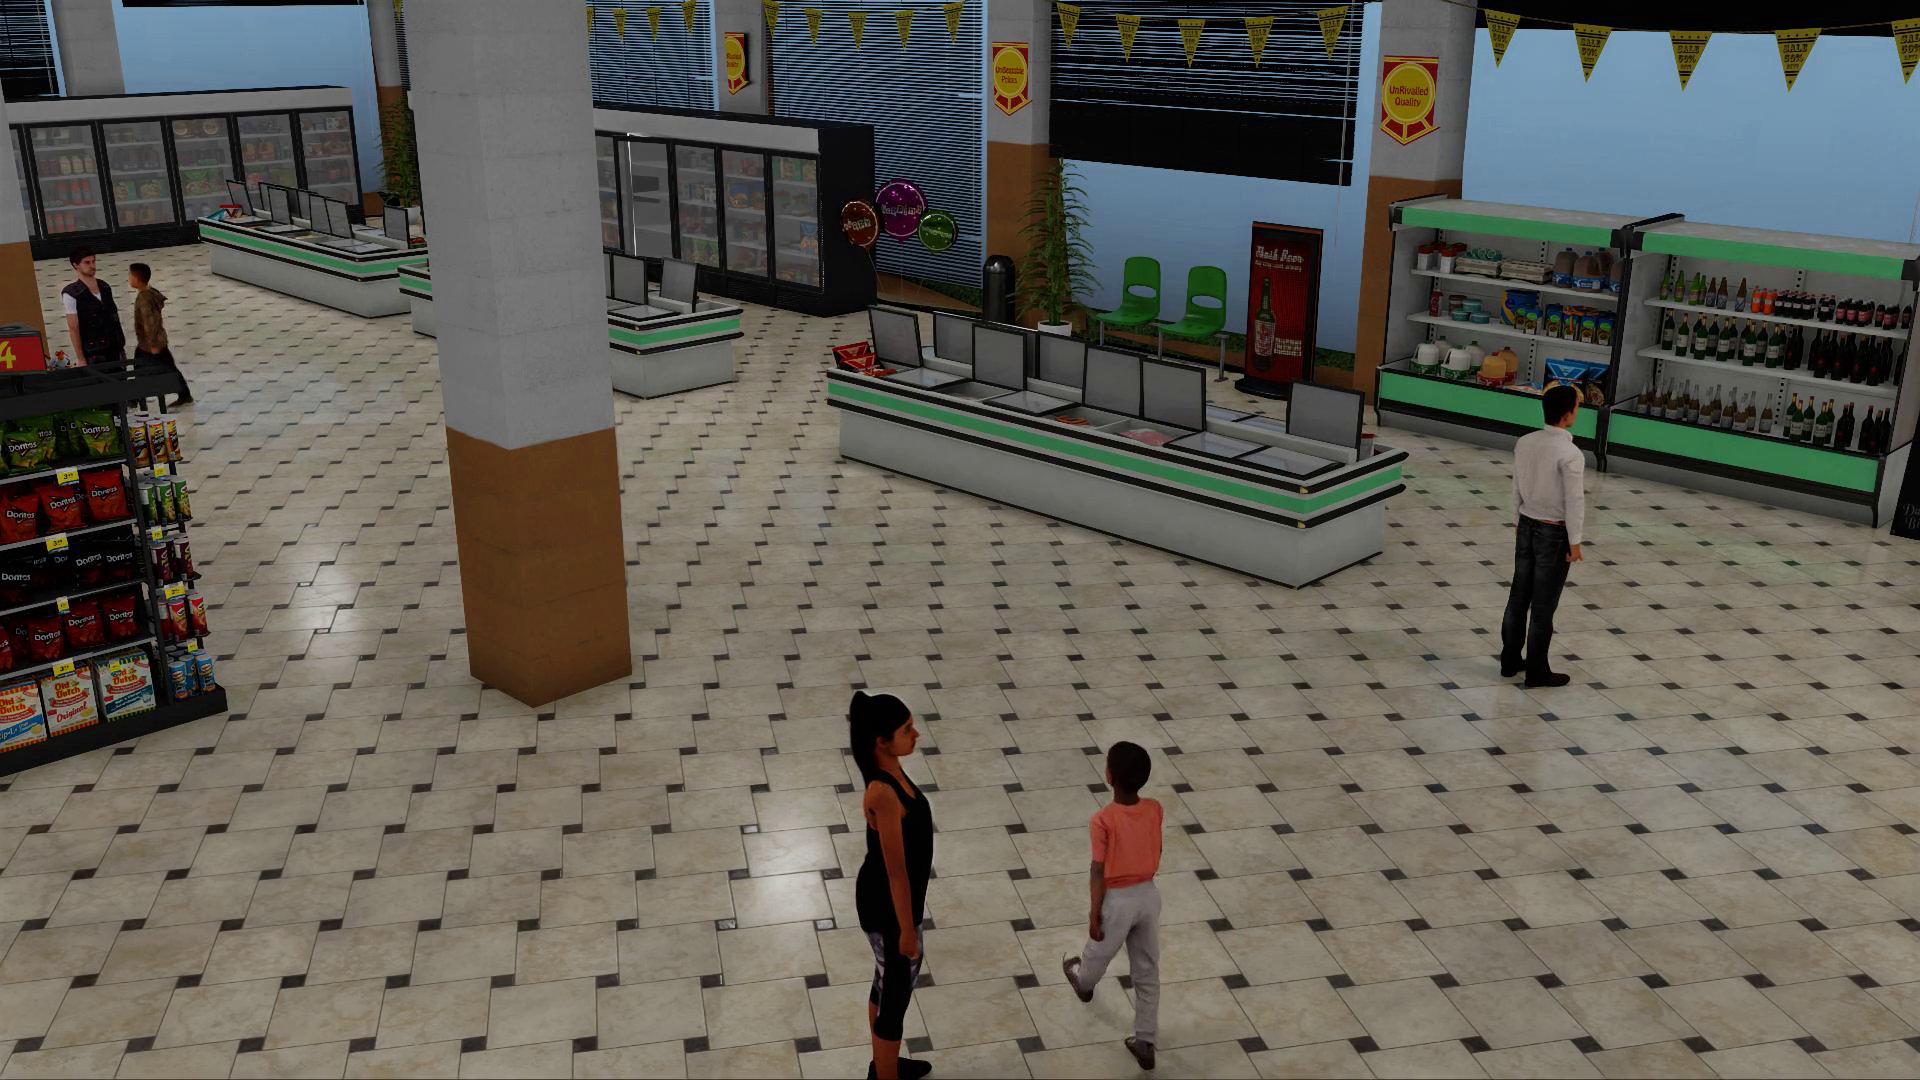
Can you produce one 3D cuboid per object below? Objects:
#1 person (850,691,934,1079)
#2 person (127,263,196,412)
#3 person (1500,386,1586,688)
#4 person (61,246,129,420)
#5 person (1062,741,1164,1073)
[{"bbox_3d":[-0.250,1.315,6.044,0.714,1.660,0.631,-2,19,-6],"label":"person"},{"bbox_3d":[-7.711,-1.934,16.047,0.976,1.426,0.985,-3,19,-9],"label":"person"},{"bbox_3d":[3.429,-0.026,9.783,0.784,1.811,0.621,-9,21,-24],"label":"person"},{"bbox_3d":[-7.503,-1.634,14.496,0.729,1.849,0.744,6,20,18],"label":"person"},{"bbox_3d":[0.665,1.418,6.338,0.743,1.277,0.962,-6,20,-17],"label":"person"}]
